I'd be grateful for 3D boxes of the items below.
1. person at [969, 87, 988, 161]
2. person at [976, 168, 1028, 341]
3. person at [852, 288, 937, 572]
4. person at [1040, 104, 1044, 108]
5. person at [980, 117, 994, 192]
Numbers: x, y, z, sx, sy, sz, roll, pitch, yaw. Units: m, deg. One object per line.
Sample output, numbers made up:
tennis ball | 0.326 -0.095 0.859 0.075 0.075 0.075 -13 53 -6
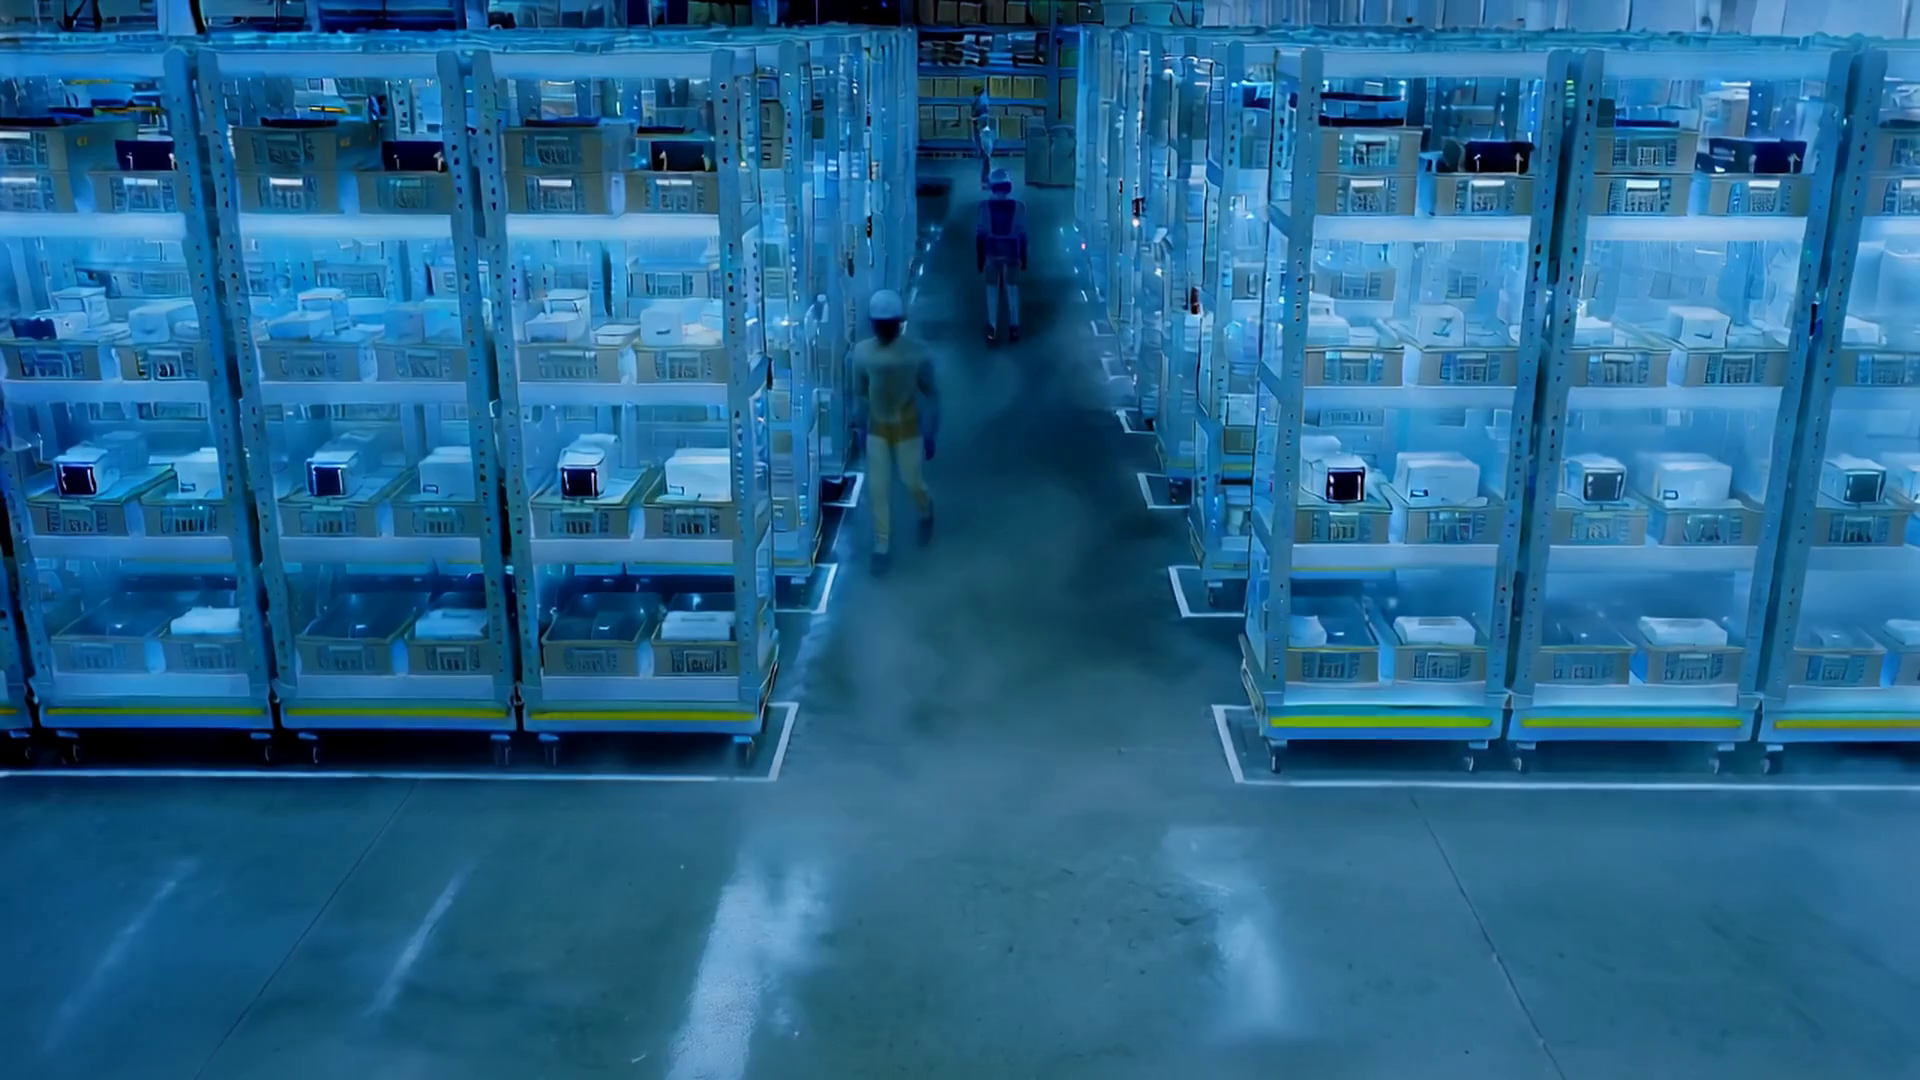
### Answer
person | 0.501 -11.257 45.049 0.387 1.948 0.605 -13 22 -36
person | 0.496 -3.385 19.834 0.631 2.042 0.426 -1 17 -3
person | -0.448 -0.807 11.706 0.625 1.971 0.770 5 18 15
person | 2.387 -12.853 50.407 0.948 1.781 0.620 -5 18 -15
person | 0.608 -8.591 37.053 0.308 1.643 0.511 0 17 -1
